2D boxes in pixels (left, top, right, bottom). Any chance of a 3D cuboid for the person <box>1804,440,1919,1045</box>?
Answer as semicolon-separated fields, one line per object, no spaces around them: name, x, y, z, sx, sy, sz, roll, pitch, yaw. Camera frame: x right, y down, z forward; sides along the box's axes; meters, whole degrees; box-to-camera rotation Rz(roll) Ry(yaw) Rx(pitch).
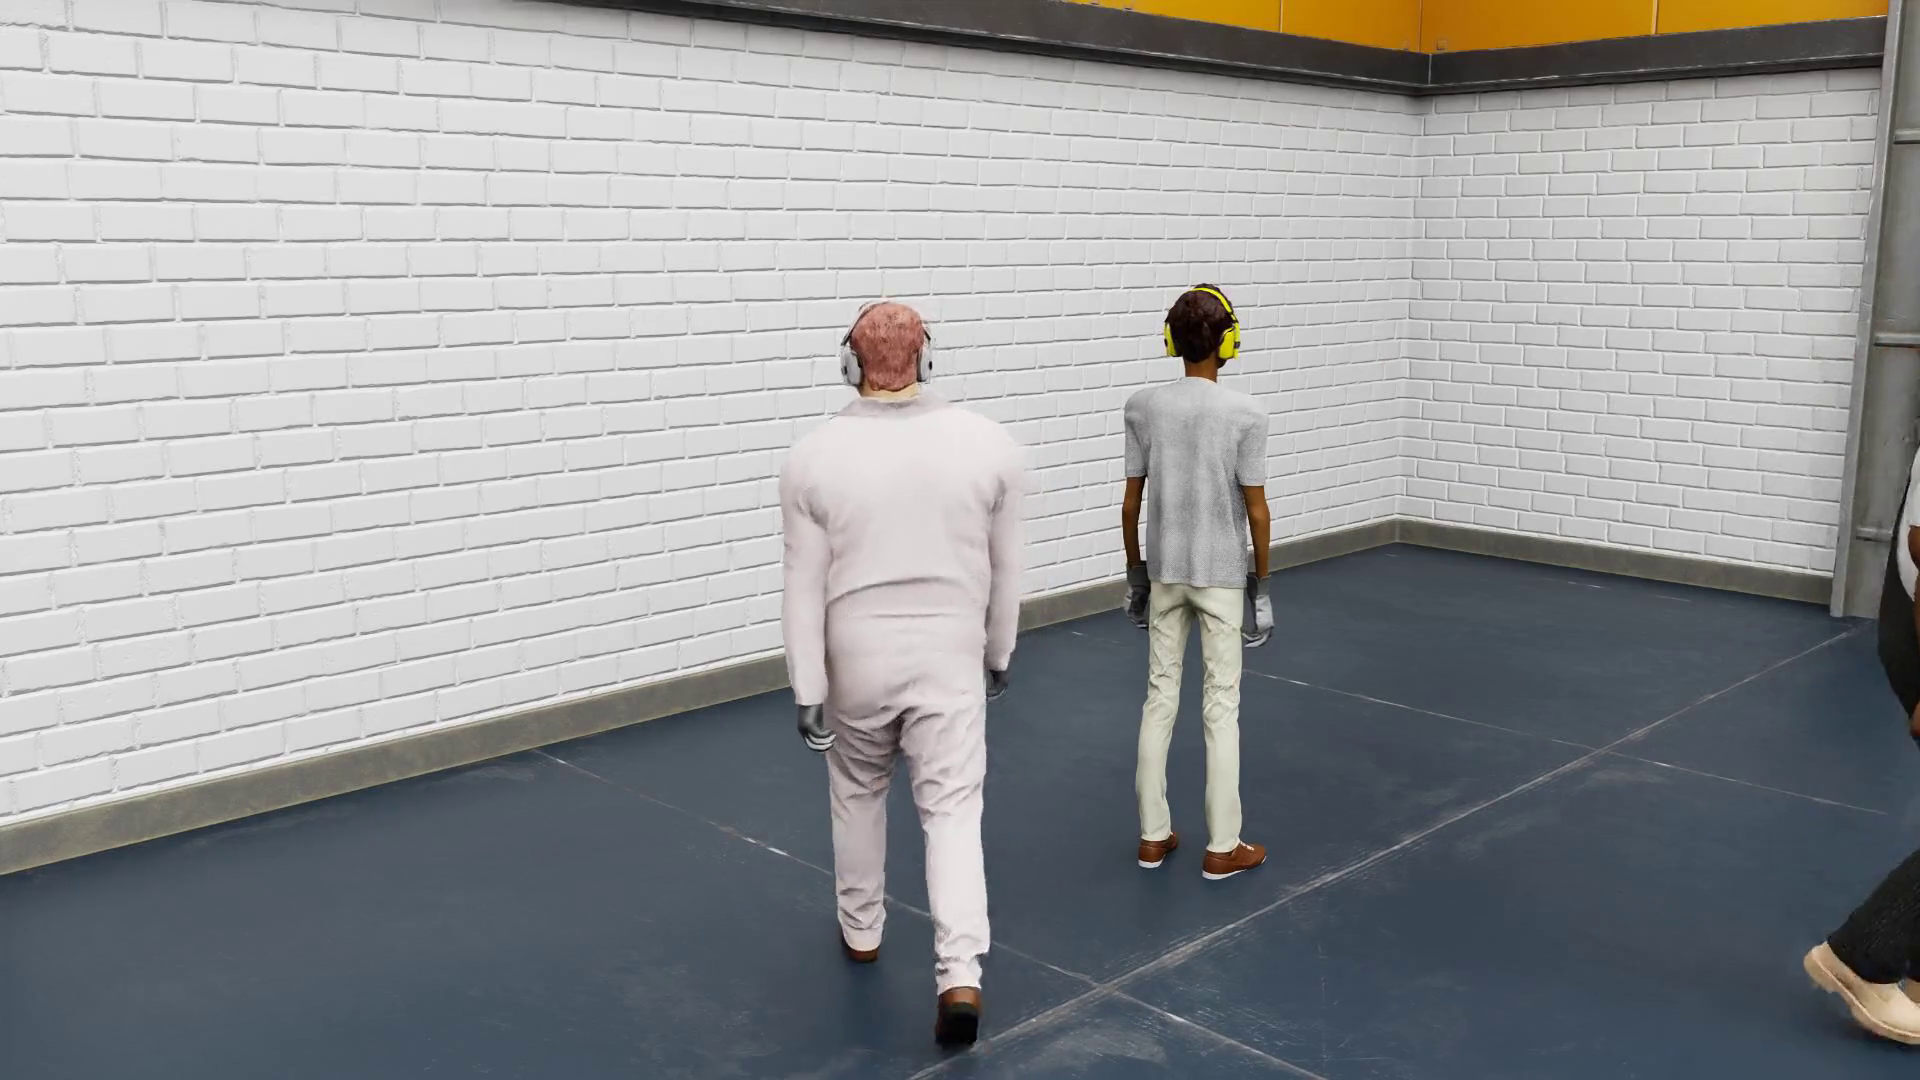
person;2.528;0.278;4.028;0.542;2.000;0.717;8;13;38

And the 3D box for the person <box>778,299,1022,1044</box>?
person;-0.137;0.319;4.291;0.639;1.870;0.937;-1;10;-8

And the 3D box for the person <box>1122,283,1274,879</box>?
person;0.752;0.136;5.255;0.514;1.876;0.328;6;12;30
